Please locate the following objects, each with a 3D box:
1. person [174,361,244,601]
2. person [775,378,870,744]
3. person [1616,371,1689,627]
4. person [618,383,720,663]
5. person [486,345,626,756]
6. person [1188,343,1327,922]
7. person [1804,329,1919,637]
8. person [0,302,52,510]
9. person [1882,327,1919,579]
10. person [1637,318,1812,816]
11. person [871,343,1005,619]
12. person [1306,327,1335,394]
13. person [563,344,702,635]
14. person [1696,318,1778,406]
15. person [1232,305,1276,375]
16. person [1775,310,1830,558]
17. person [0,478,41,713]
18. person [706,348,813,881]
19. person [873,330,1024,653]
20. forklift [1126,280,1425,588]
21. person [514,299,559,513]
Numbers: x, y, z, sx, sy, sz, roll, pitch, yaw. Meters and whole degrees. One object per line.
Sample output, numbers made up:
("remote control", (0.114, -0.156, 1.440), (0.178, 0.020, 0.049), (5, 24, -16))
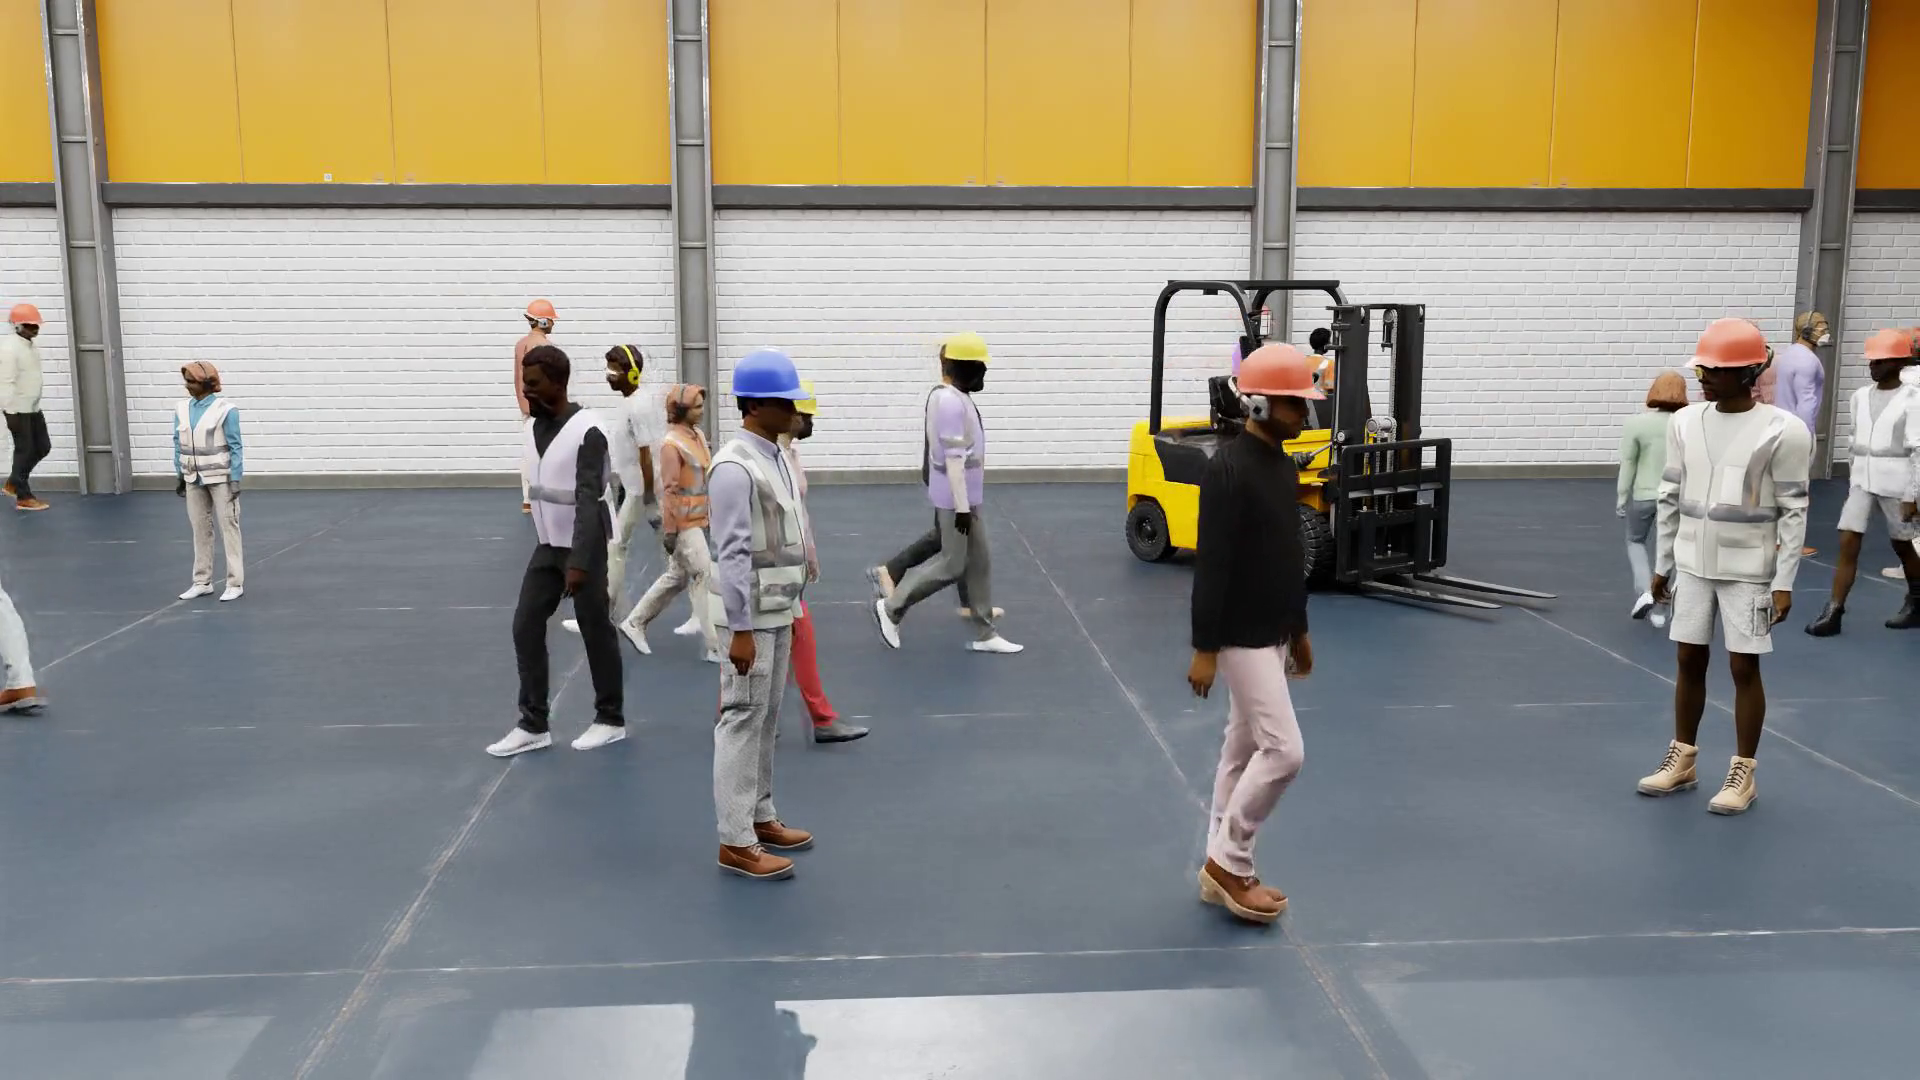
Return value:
("person", (-5.109, -0.398, 11.321), (0.512, 1.638, 0.312), (2, 9, 15))
("person", (-0.753, 0.105, 7.851), (0.822, 1.722, 0.538), (1, 9, 4))
("person", (4.416, -0.258, 10.495), (0.519, 1.617, 0.345), (2, 9, 14))
("person", (-1.618, -0.097, 9.522), (0.794, 1.612, 0.511), (1, 9, 7))
("person", (-1.868, 0.065, 7.611), (0.617, 1.887, 0.791), (7, 12, 39))
("person", (1.040, 0.326, 5.668), (0.497, 1.979, 0.630), (5, 10, 30))
("person", (5.688, -0.349, 10.244), (0.977, 1.890, 0.558), (-4, 10, -26))
("person", (-8.809, -1.249, 15.658), (0.589, 1.961, 0.631), (0, 9, -2))
("person", (7.057, -0.622, 12.097), (0.792, 1.843, 0.338), (-2, 9, -12))
("person", (3.134, 0.112, 6.856), (0.394, 2.038, 0.611), (-6, 11, -35))
("person", (-0.150, -0.383, 10.712), (0.827, 1.814, 0.514), (1, 9, 6))
("person", (3.600, -1.300, 16.833), (0.319, 1.690, 0.539), (-6, 11, -32))
("person", (-1.944, -0.289, 10.154), (0.991, 1.803, 0.555), (1, 9, 5))
("person", (6.407, -0.906, 13.846), (0.904, 1.854, 0.648), (-3, 10, -21))
("person", (2.790, -1.258, 15.789), (0.378, 1.932, 0.551), (-2, 9, -13))
("person", (6.613, -0.838, 13.143), (0.350, 1.936, 0.635), (2, 9, 13))
("person", (-5.096, -0.051, 8.379), (1.049, 1.888, 0.643), (4, 10, 23))
("person", (-0.735, 0.265, 6.183), (0.405, 1.946, 0.609), (2, 9, 10))
("person", (-0.060, -0.265, 9.657), (0.795, 1.906, 0.590), (2, 9, 12))
("forklift", (2.301, -0.860, 12.475), (1.214, 2.155, 2.313), (-6, 11, -35))
("person", (-3.871, -1.227, 15.404), (0.618, 1.993, 0.396), (9, 13, 44))
